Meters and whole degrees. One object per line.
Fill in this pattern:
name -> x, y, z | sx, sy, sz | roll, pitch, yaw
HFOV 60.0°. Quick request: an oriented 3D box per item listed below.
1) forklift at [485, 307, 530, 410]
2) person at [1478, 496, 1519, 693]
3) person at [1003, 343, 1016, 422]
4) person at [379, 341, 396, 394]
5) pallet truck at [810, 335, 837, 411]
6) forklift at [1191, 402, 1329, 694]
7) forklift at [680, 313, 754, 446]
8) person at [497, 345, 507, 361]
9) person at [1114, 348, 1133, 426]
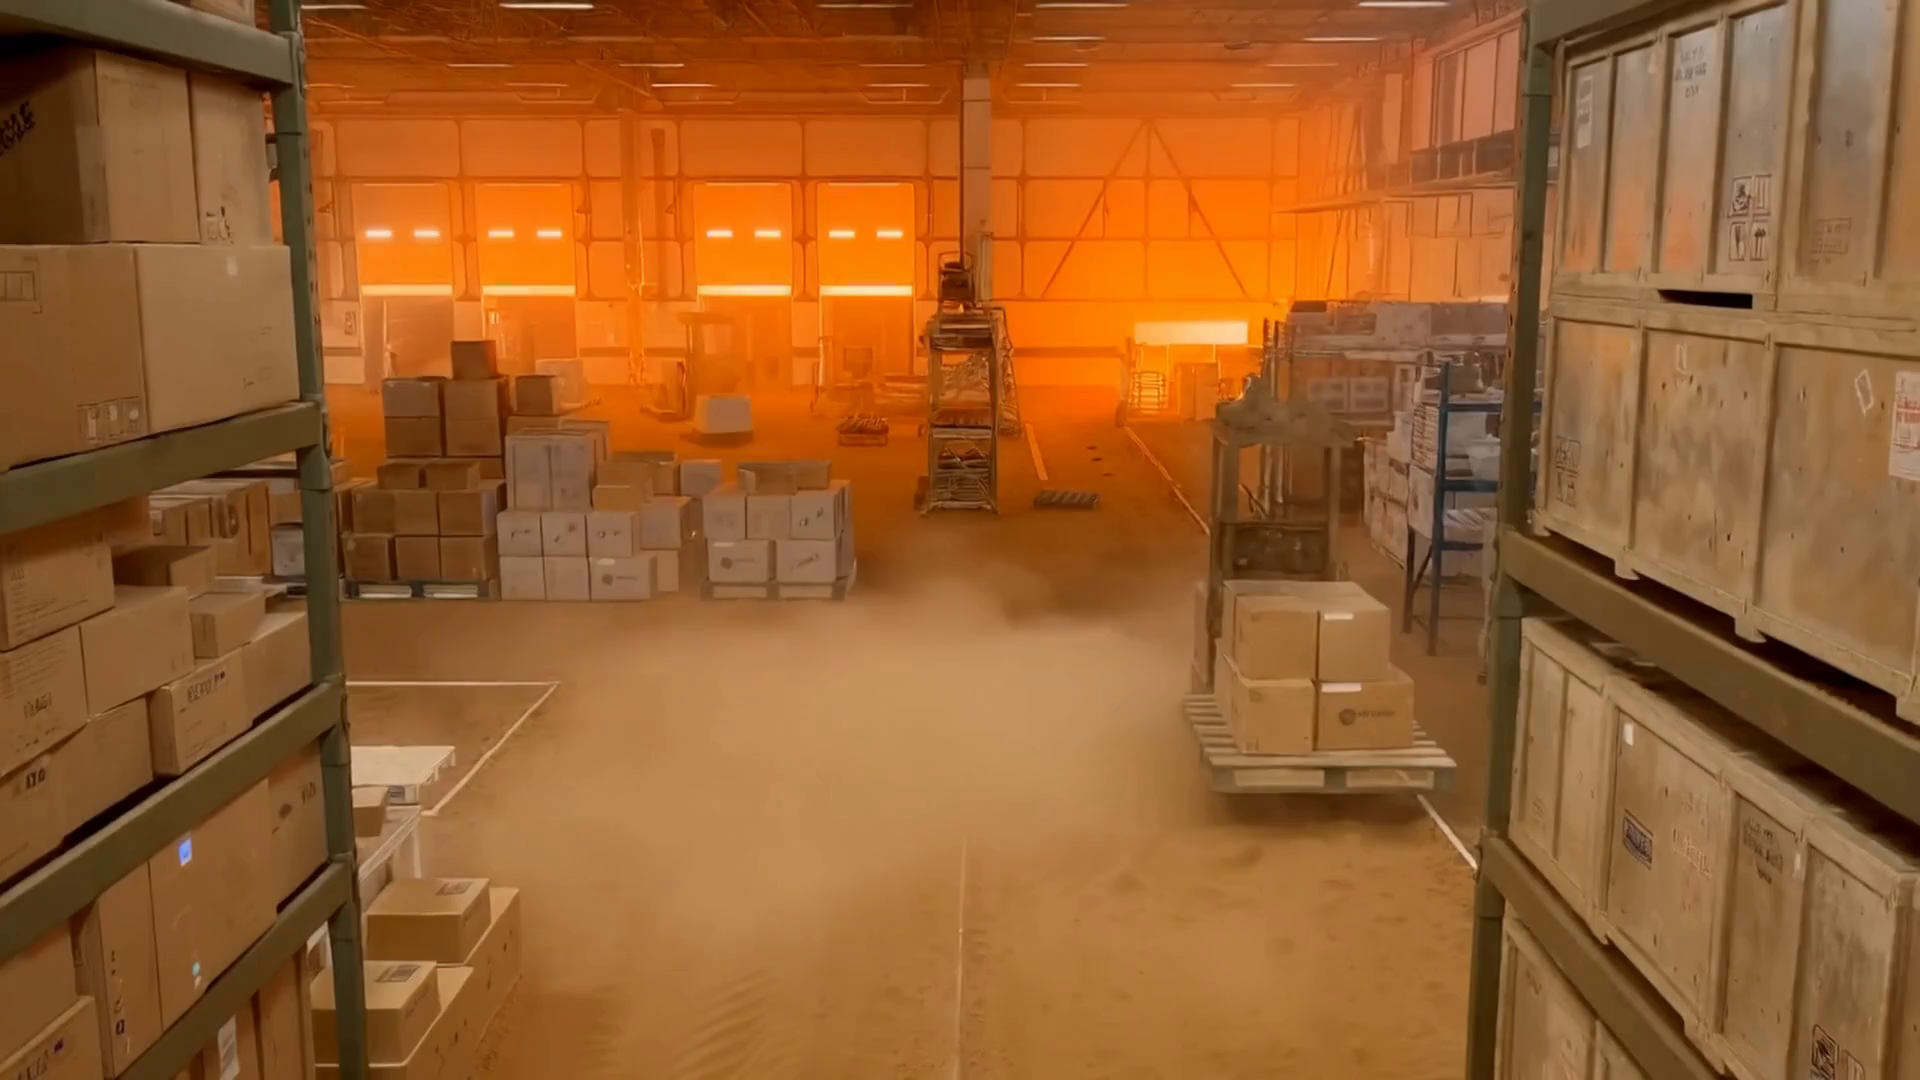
forklift -> -10.754, -4.150, 39.646 | 1.129, 2.768, 1.873 | 0, 10, 1
person -> 5.129, 0.464, 15.742 | 0.370, 1.939, 0.631 | 0, 10, 1
person -> 1.193, -3.848, 40.617 | 0.370, 1.939, 0.631 | 0, 10, 1
person -> -16.302, -4.880, 47.488 | 0.605, 1.620, 0.527 | -1, 10, -6
pallet truck -> -3.021, -4.312, 43.126 | 1.885, 1.965, 0.823 | 3, 10, 17
forklift -> 2.697, 0.184, 14.638 | 1.129, 2.768, 1.873 | 0, 10, 1
forklift -> -5.270, -3.507, 35.934 | 1.129, 2.768, 1.873 | -5, 11, -26
person -> -11.903, -4.229, 43.069 | 0.784, 1.854, 0.388 | 0, 10, -2
person -> 3.839, -3.616, 39.417 | 0.554, 1.889, 0.570 | -8, 13, -40
